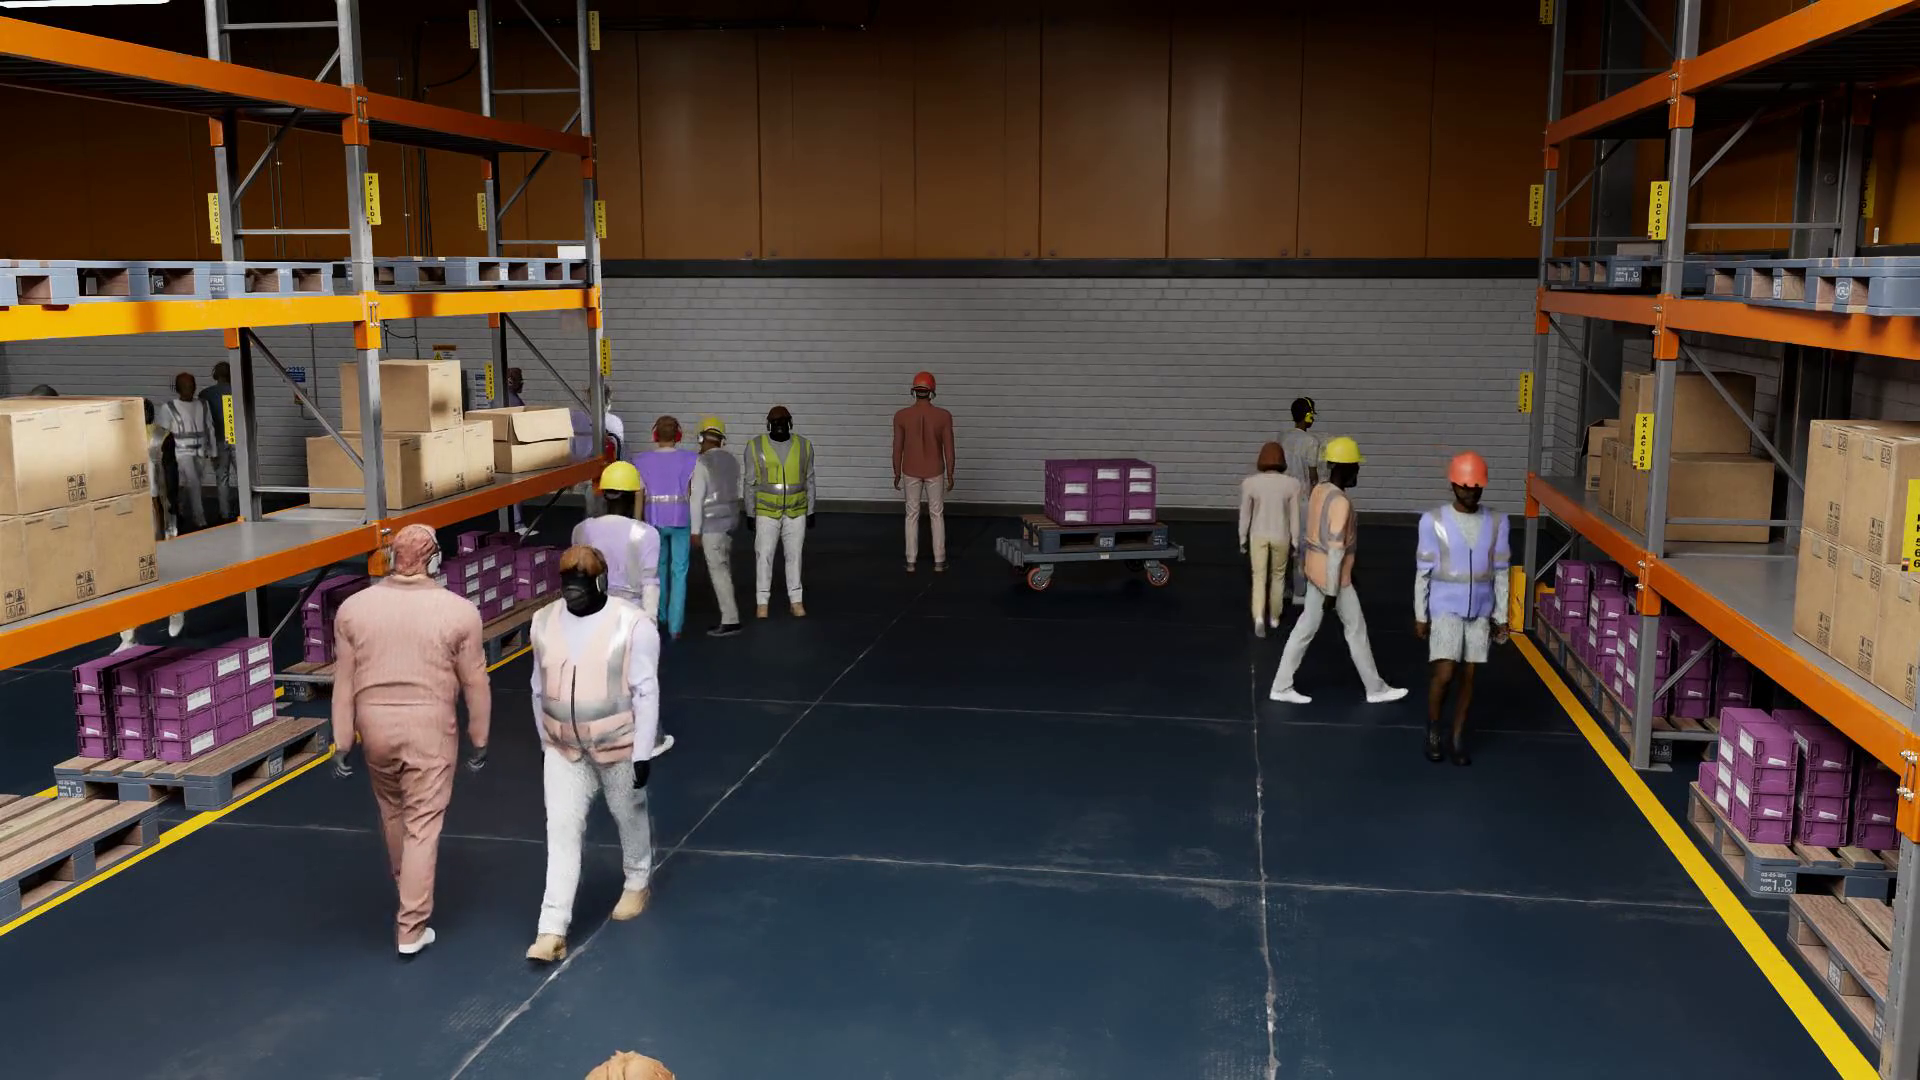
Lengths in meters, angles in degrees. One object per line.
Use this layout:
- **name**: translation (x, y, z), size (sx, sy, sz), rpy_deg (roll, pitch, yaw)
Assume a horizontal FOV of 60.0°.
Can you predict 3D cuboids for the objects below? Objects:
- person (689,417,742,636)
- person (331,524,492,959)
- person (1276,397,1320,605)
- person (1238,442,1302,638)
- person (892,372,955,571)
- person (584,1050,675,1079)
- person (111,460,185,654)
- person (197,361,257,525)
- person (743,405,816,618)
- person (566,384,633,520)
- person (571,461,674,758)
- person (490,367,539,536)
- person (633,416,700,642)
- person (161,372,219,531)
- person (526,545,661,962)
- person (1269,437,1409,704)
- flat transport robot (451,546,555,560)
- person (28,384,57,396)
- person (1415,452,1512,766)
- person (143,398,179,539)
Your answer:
- **person**: translation (-1.995, -0.110, 13.720), size (0.478, 1.786, 0.639), rpy_deg (4, 10, 22)
- **person**: translation (-2.432, 0.860, 7.489), size (0.658, 1.860, 0.912), rpy_deg (0, 9, 0)
- **person**: translation (3.043, -0.351, 14.965), size (0.329, 1.864, 0.510), rpy_deg (-6, 11, -34)
- **person**: translation (2.541, -0.007, 13.666), size (0.503, 1.598, 0.801), rpy_deg (2, 9, 10)
- **person**: translation (-0.359, -0.678, 16.571), size (0.621, 1.992, 0.397), rpy_deg (0, 9, 2)
- **person**: translation (-0.578, 1.701, 3.008), size (0.498, 1.634, 0.279), rpy_deg (-1, 9, -5)
- **person**: translation (-6.469, -0.037, 13.074), size (0.517, 1.853, 0.694), rpy_deg (2, 9, 11)
- **person**: translation (-8.598, -1.135, 19.566), size (0.635, 1.936, 0.355), rpy_deg (-5, 11, -30)
- **person**: translation (-1.547, -0.242, 14.357), size (0.633, 1.841, 0.429), rpy_deg (-3, 10, -15)
- **person**: translation (-3.545, -0.602, 16.438), size (0.668, 1.878, 0.950), rpy_deg (7, 11, 35)
- **person**: translation (-2.032, 0.468, 9.874), size (0.604, 1.877, 0.984), rpy_deg (3, 10, 16)
- **person**: translation (-5.051, -1.000, 18.838), size (0.399, 1.905, 0.642), rpy_deg (-7, 12, -37)
- **person**: translation (-2.352, -0.112, 13.677), size (0.593, 1.805, 0.910), rpy_deg (0, 9, 1)
- **person**: translation (-8.802, -0.990, 18.958), size (0.879, 1.856, 0.586), rpy_deg (6, 11, 32)
- **person**: translation (-1.631, 0.913, 7.393), size (0.637, 1.796, 0.961), rpy_deg (2, 9, 9)
- **person**: translation (2.593, 0.223, 11.413), size (0.976, 1.871, 0.590), rpy_deg (-1, 9, -9)
- **flat transport robot**: translation (-4.425, 0.256, 16.111), size (0.652, 0.197, 1.431), rpy_deg (9, 13, 43)
- **person**: translation (-7.739, -0.315, 14.188), size (0.536, 2.000, 0.688), rpy_deg (7, 11, 36)
- **person**: translation (3.032, 0.426, 10.010), size (0.542, 1.922, 0.422), rpy_deg (0, 9, -2)
- **person**: translation (-7.539, -0.400, 15.393), size (0.644, 1.823, 0.462), rpy_deg (0, 9, -2)
